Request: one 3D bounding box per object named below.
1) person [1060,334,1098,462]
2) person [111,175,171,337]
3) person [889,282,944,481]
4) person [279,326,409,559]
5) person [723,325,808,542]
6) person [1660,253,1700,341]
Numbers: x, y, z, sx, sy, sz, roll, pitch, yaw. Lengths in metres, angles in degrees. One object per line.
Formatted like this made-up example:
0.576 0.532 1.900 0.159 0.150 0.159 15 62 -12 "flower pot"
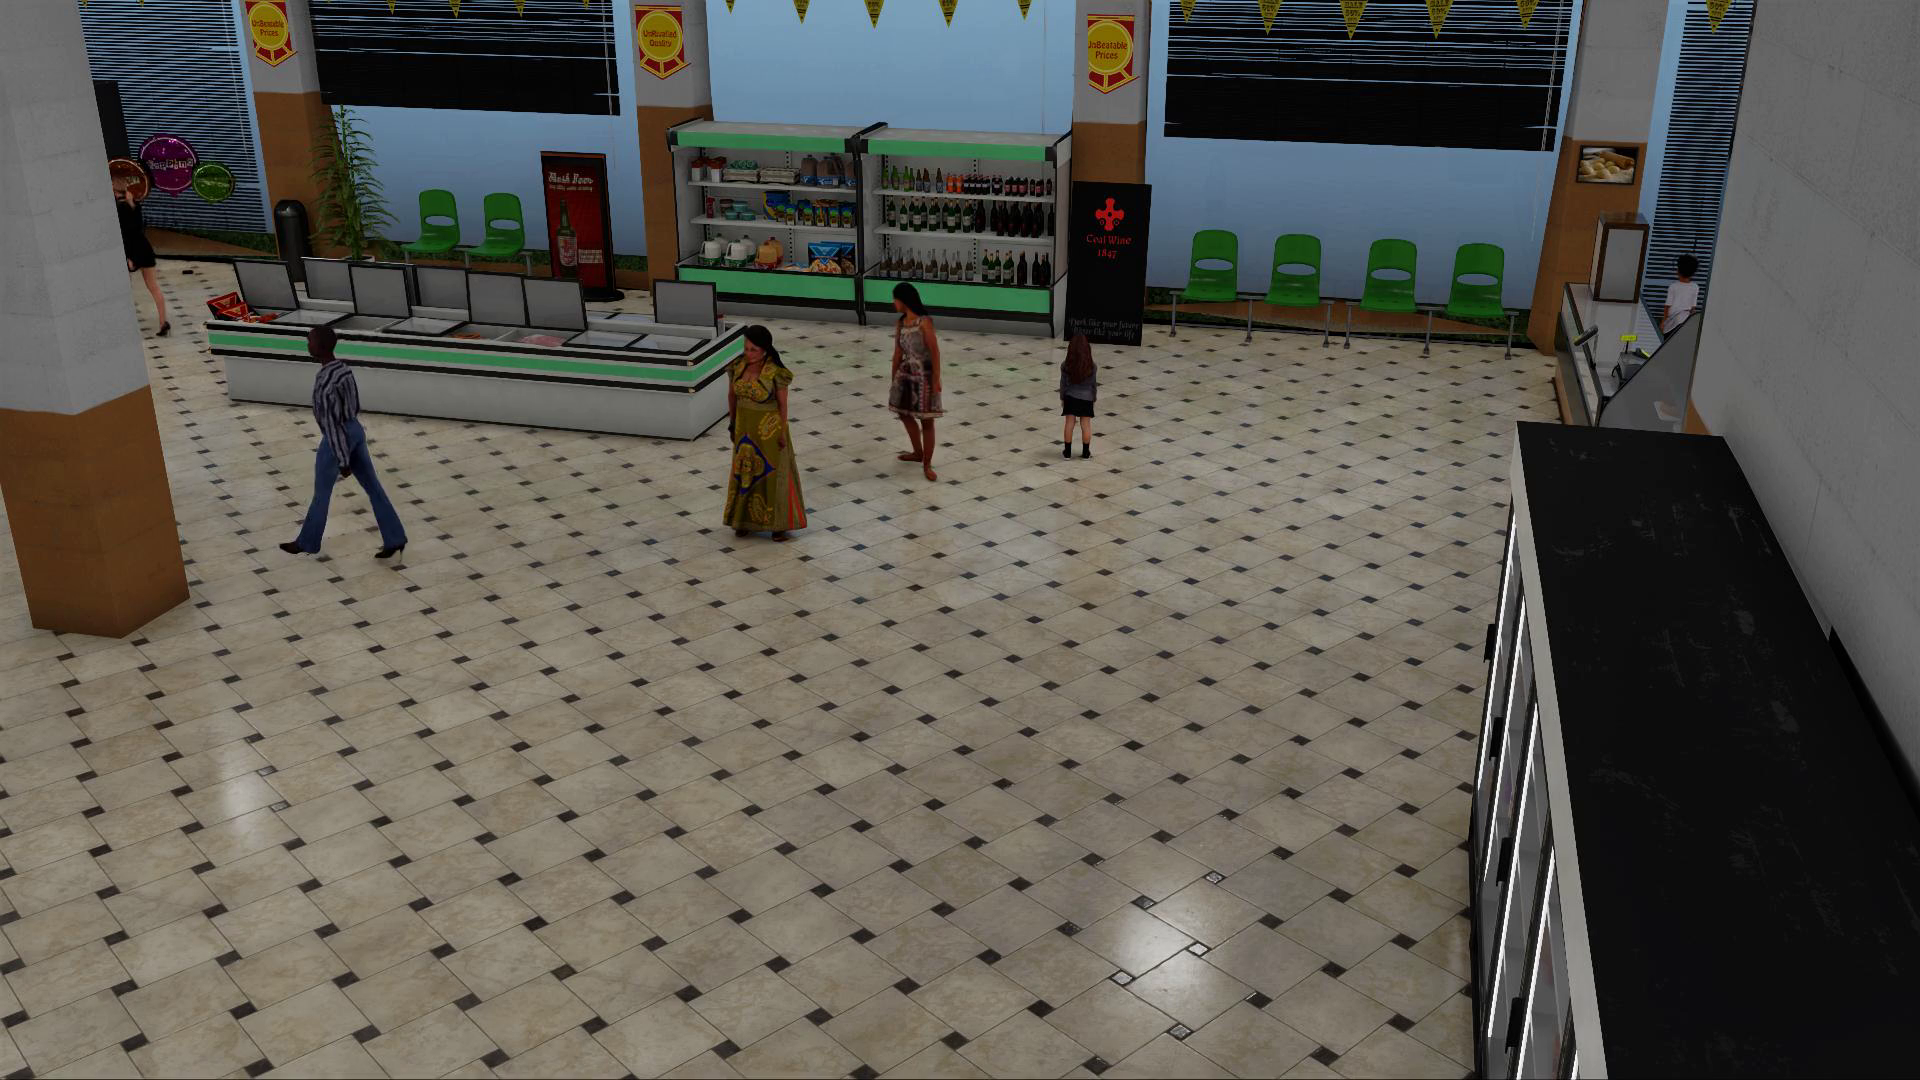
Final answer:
1.012 -1.229 14.236 0.423 1.105 0.553 2 22 5 "person"
-8.773 -3.016 17.836 0.968 1.737 0.568 5 22 13 "person"
-0.297 -1.312 13.755 0.712 1.619 0.871 11 24 25 "person"
-4.305 -0.635 11.895 1.203 1.748 0.836 0 22 1 "person"
-1.499 -0.818 12.471 0.678 1.659 0.890 6 23 15 "person"
7.107 -2.203 16.449 0.535 1.262 0.621 -3 22 -7 "person"
